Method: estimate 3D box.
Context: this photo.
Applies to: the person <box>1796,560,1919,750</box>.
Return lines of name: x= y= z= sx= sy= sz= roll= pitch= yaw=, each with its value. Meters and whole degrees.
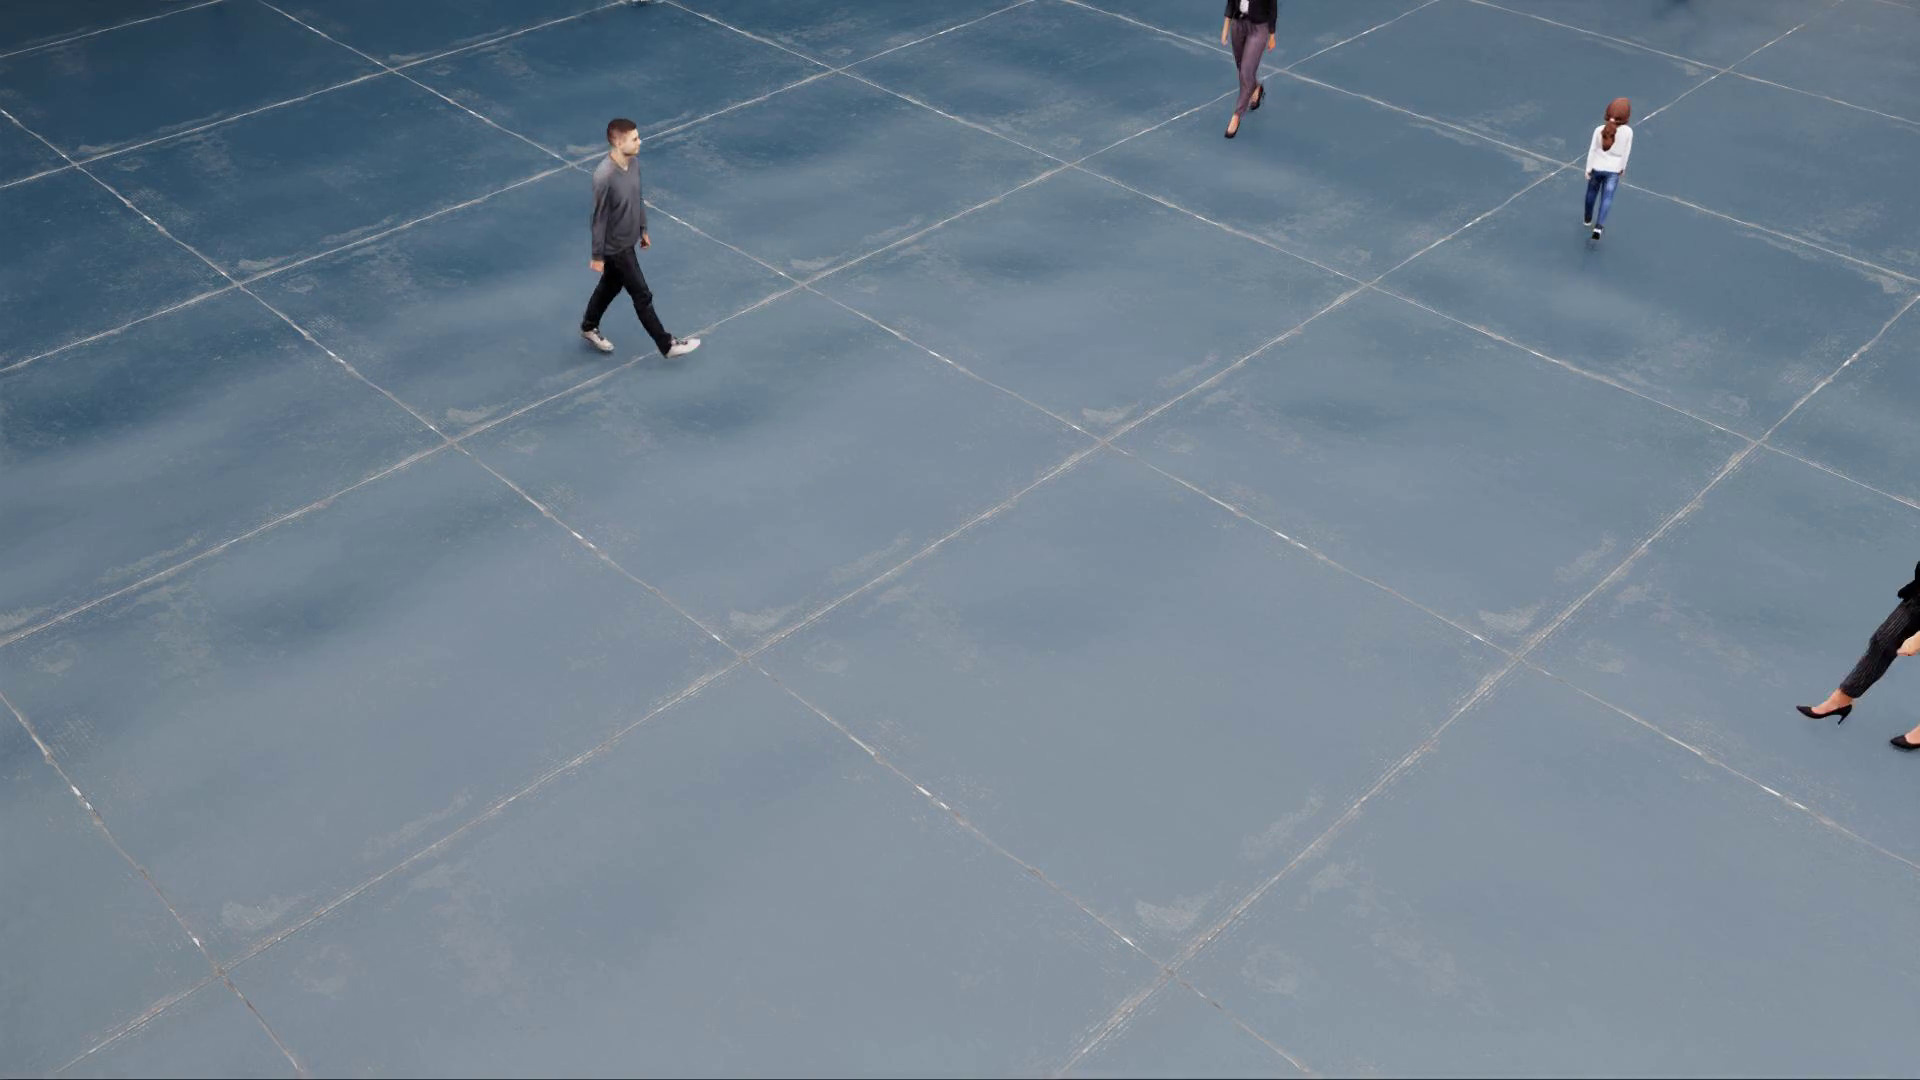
person: x=4.855 y=0.380 z=8.065 sx=1.010 sy=1.696 sz=0.987 roll=4 pitch=37 yaw=5

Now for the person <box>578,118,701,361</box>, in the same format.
person: x=-2.378 y=-1.990 z=11.163 sx=1.114 sy=1.720 sz=1.181 roll=10 pitch=38 yaw=13

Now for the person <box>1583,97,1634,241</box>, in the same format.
person: x=4.986 y=-2.857 z=12.820 sx=0.627 sy=1.094 sz=0.832 roll=14 pitch=39 yaw=17

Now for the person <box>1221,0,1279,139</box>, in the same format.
person: x=2.535 y=-4.353 z=14.342 sx=0.730 sy=1.633 sz=1.076 roll=23 pitch=43 yaw=28
